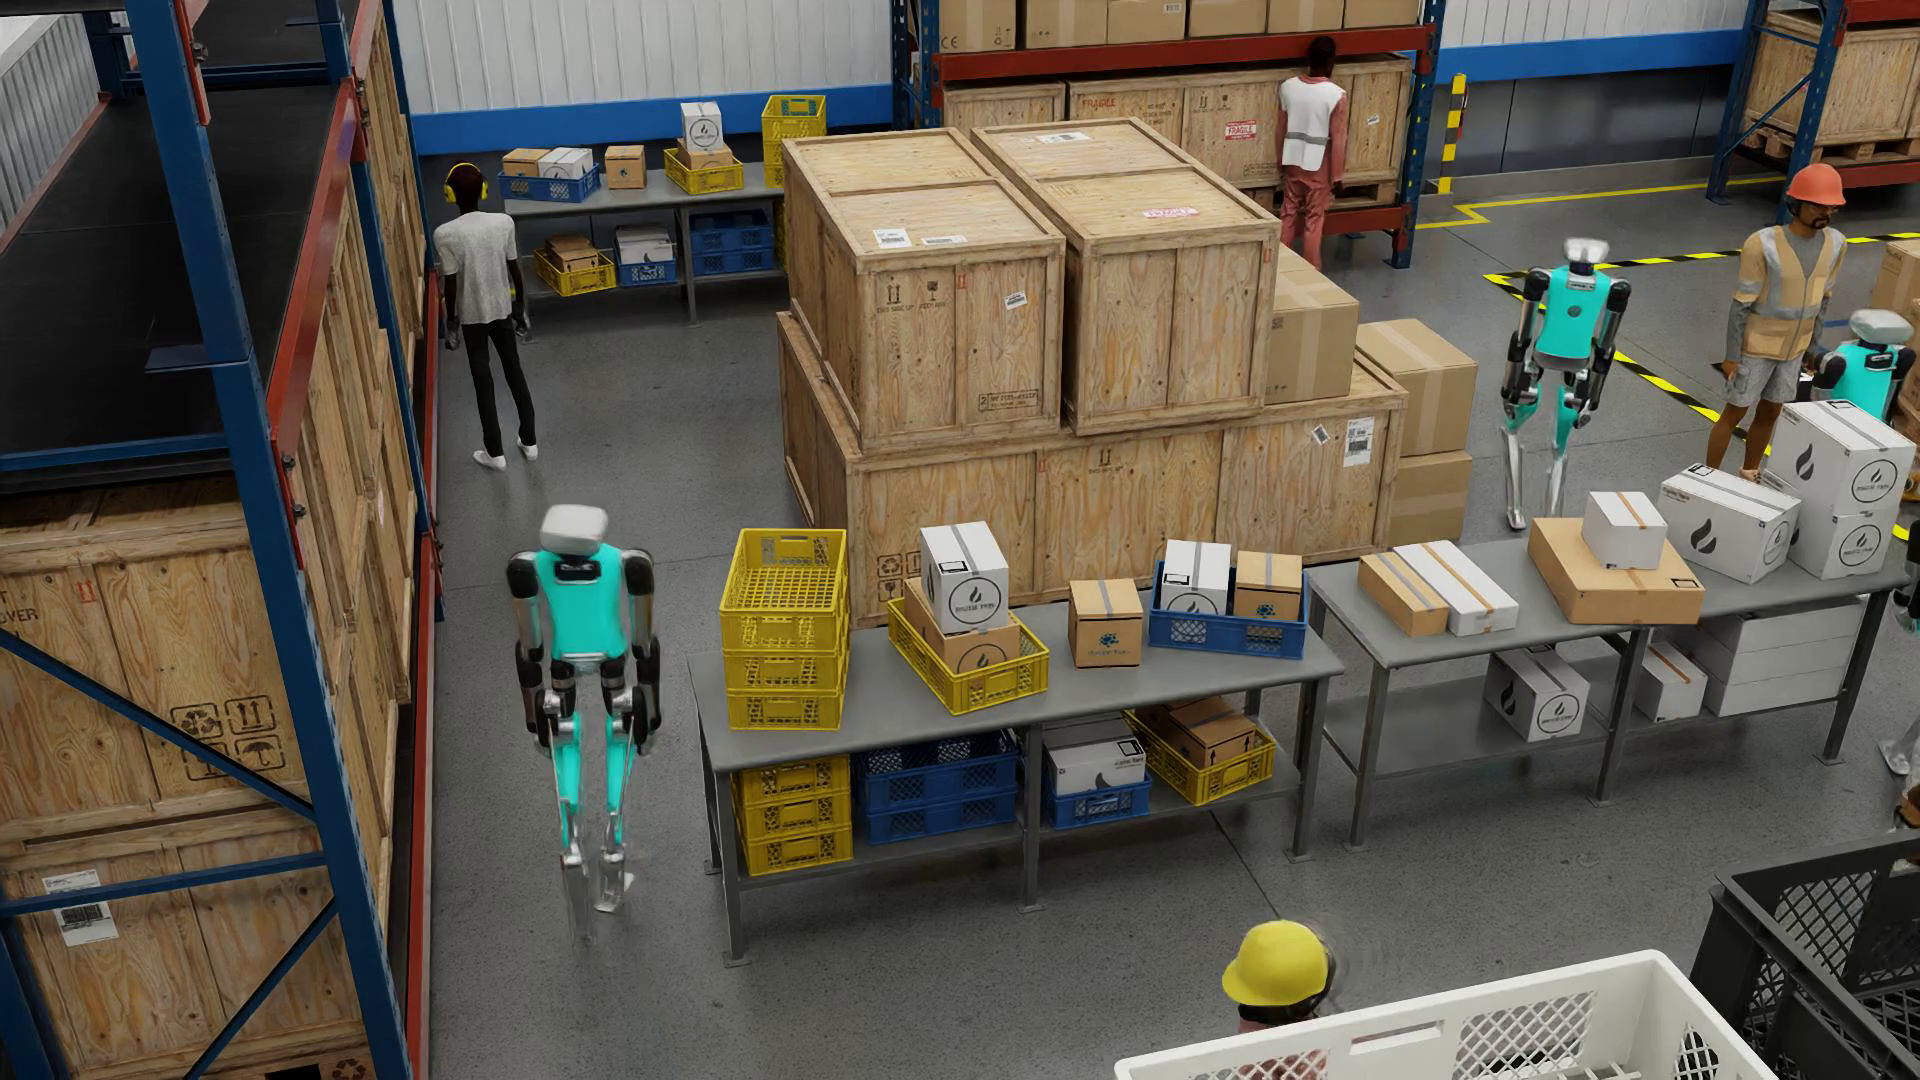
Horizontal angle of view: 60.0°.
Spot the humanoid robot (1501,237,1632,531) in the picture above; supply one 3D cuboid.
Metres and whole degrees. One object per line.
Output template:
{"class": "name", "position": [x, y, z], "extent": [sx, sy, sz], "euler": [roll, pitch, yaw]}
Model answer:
{"class": "humanoid robot", "position": [3.250, -0.848, 9.160], "extent": [0.558, 1.819, 0.665], "euler": [7, 30, 12]}

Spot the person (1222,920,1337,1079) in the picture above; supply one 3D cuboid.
{"class": "person", "position": [0.792, 1.723, 4.478], "extent": [0.893, 1.719, 0.529], "euler": [-10, 30, -18]}

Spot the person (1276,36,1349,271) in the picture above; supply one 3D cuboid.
{"class": "person", "position": [2.627, -2.797, 12.494], "extent": [0.398, 1.917, 0.598], "euler": [-25, 38, -38]}

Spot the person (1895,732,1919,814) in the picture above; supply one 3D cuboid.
{"class": "person", "position": [4.286, 0.385, 6.801], "extent": [0.629, 1.835, 0.429], "euler": [-15, 32, -25]}

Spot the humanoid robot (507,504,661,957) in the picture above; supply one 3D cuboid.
{"class": "humanoid robot", "position": [-1.367, 0.826, 6.179], "extent": [0.550, 1.857, 0.762], "euler": [-3, 29, -5]}

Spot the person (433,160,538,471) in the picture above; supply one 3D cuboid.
{"class": "person", "position": [-2.808, -1.313, 9.842], "extent": [0.531, 1.868, 0.309], "euler": [-21, 35, -34]}

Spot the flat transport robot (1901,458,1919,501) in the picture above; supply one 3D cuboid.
{"class": "flat transport robot", "position": [5.951, -0.429, 9.867], "extent": [1.431, 0.197, 0.652], "euler": [3, 29, 5]}

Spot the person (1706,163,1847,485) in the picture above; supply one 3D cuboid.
{"class": "person", "position": [4.529, -1.079, 9.235], "extent": [0.604, 2.048, 0.366], "euler": [-6, 29, -11]}

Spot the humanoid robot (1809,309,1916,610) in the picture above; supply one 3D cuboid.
{"class": "humanoid robot", "position": [4.282, -0.133, 7.894], "extent": [0.549, 1.850, 0.706], "euler": [-10, 30, -17]}

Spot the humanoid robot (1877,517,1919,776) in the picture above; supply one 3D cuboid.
{"class": "humanoid robot", "position": [4.274, 0.314, 6.996], "extent": [0.531, 1.773, 0.626], "euler": [1, 29, 2]}

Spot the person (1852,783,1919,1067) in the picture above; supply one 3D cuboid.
{"class": "person", "position": [2.783, 1.437, 4.895], "extent": [0.633, 1.825, 0.522], "euler": [-4, 29, -7]}
